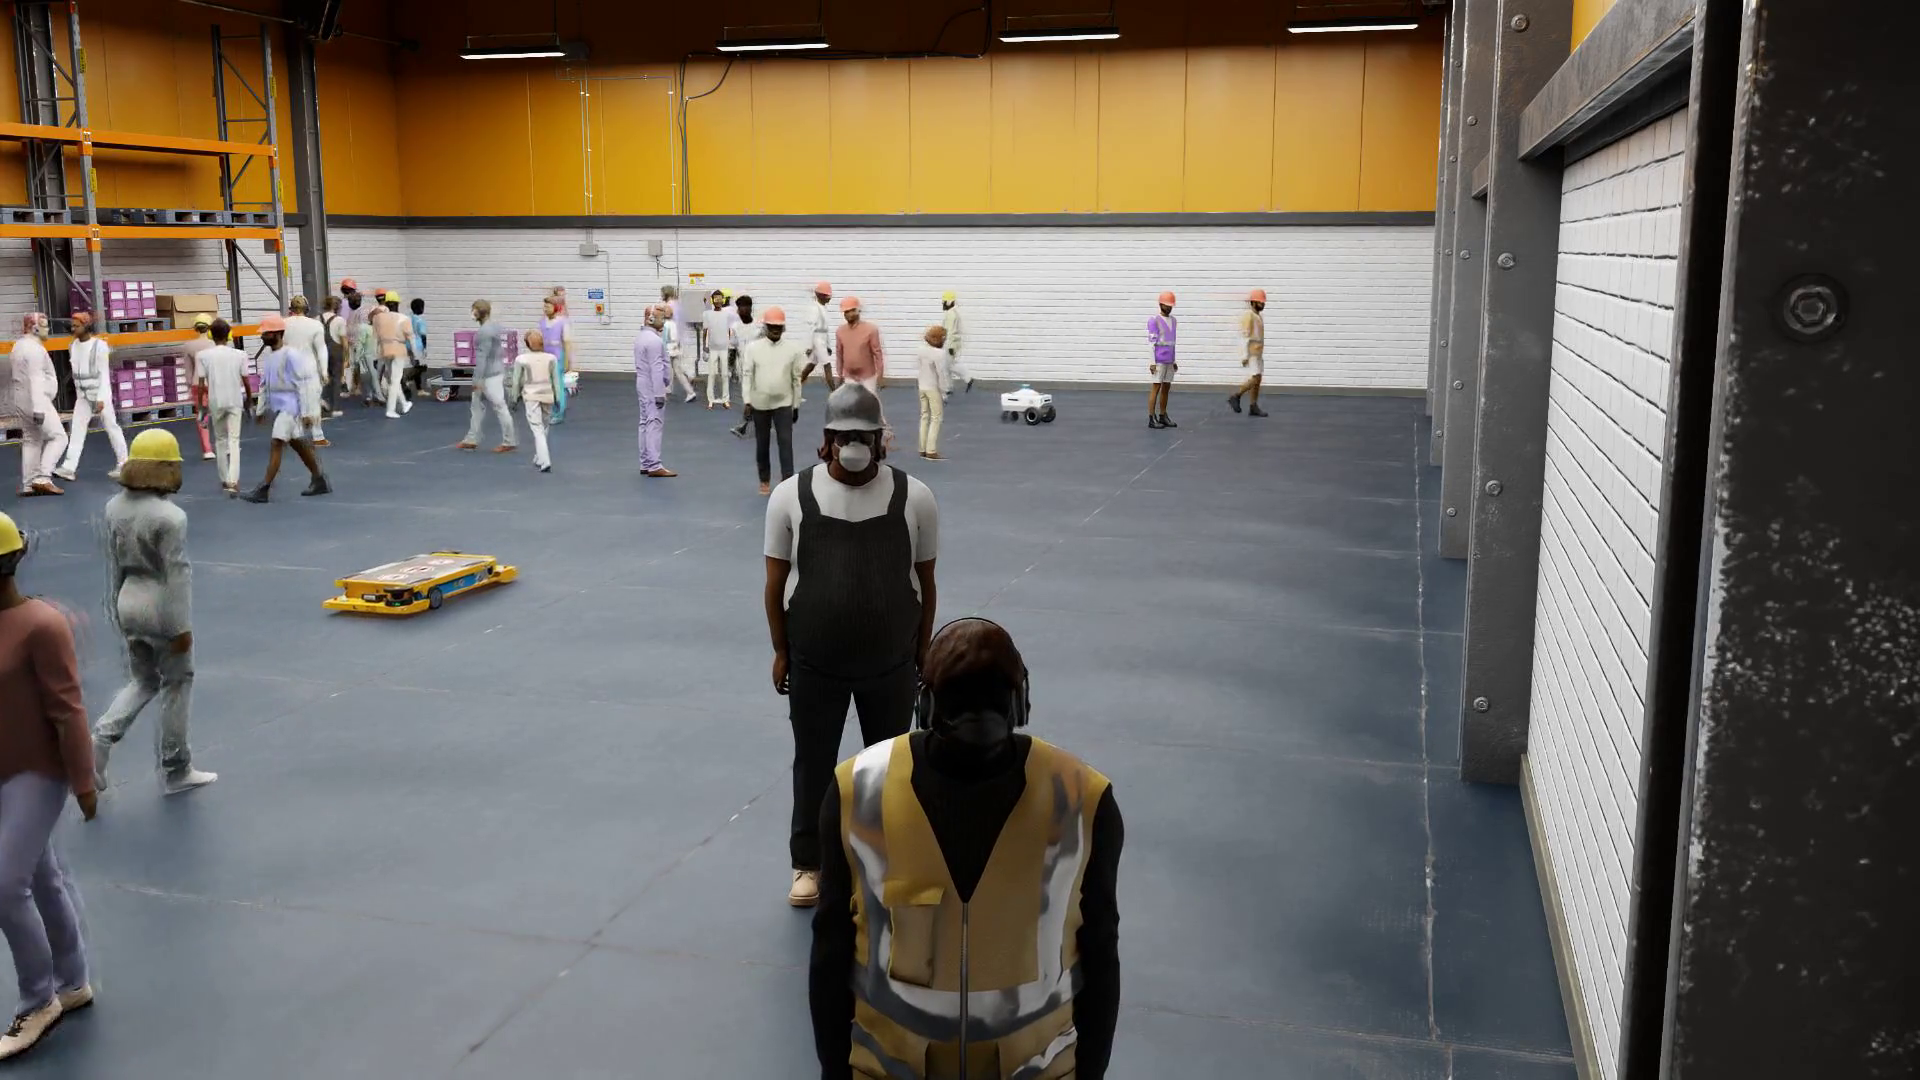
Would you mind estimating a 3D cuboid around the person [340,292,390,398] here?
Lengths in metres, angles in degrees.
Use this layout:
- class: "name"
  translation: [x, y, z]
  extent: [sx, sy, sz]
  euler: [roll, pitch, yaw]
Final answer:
- class: "person"
  translation: [-10.099, -3.289, 28.103]
  extent: [0.622, 1.804, 0.899]
  euler: [9, 14, 43]

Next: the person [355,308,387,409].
- class: "person"
  translation: [-9.254, -2.872, 26.290]
  extent: [0.858, 1.577, 0.548]
  euler: [7, 12, 36]

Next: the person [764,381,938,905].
- class: "person"
  translation: [-0.406, 0.409, 6.436]
  extent: [0.683, 2.000, 0.537]
  euler: [-1, 10, -8]

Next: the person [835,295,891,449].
- class: "person"
  translation: [-1.223, -2.045, 20.564]
  extent: [0.641, 1.967, 0.665]
  euler: [5, 11, 26]

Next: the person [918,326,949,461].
- class: "person"
  translation: [-0.322, -1.759, 19.959]
  extent: [0.339, 1.602, 0.601]
  euler: [-6, 12, -32]

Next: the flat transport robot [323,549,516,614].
- class: "flat transport robot"
  translation: [-3.903, 0.292, 12.102]
  extent: [0.652, 0.197, 1.431]
  euler: [3, 11, 17]

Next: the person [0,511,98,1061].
- class: "person"
  translation: [-3.044, 0.759, 5.260]
  extent: [0.556, 1.746, 0.580]
  euler: [5, 11, 26]

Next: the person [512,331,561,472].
- class: "person"
  translation: [-4.814, -1.588, 19.004]
  extent: [0.522, 1.599, 0.865]
  euler: [-7, 12, -33]

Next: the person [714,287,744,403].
- class: "person"
  translation: [-3.721, -3.145, 26.950]
  extent: [0.683, 1.907, 0.589]
  euler: [7, 12, 34]

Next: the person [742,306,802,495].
- class: "person"
  translation: [-1.901, -1.393, 16.891]
  extent: [0.615, 1.958, 0.885]
  euler: [-2, 10, -10]

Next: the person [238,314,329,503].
- class: "person"
  translation: [-6.832, -1.332, 16.752]
  extent: [0.567, 1.883, 1.012]
  euler: [8, 13, 39]

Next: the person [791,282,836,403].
- class: "person"
  translation: [-2.322, -3.197, 27.049]
  extent: [1.093, 1.987, 0.617]
  euler: [1, 10, 6]

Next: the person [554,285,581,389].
- class: "person"
  translation: [-7.168, -3.592, 29.571]
  extent: [0.654, 1.874, 0.708]
  euler: [2, 10, 10]

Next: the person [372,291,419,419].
- class: "person"
  translation: [-8.441, -2.774, 24.914]
  extent: [0.613, 1.872, 0.977]
  euler: [2, 10, 9]

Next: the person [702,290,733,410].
- class: "person"
  translation: [-3.789, -2.977, 26.078]
  extent: [0.512, 1.877, 0.328]
  euler: [-3, 10, -16]

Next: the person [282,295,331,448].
- class: "person"
  translation: [-8.323, -2.129, 21.091]
  extent: [0.637, 1.938, 0.357]
  euler: [0, 10, 1]

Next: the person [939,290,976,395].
- class: "person"
  translation: [-0.081, -3.357, 28.397]
  extent: [0.637, 1.819, 0.602]
  euler: [1, 10, 4]

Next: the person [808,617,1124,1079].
- class: "person"
  translation: [0.011, 1.059, 3.311]
  extent: [0.627, 1.847, 0.429]
  euler: [0, 10, 1]

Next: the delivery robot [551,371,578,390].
- class: "delivery robot"
  translation: [-6.853, -2.743, 28.224]
  extent: [0.707, 0.478, 0.477]
  euler: [0, 10, 1]

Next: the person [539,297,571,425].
- class: "person"
  translation: [-5.817, -2.565, 23.847]
  extent: [0.588, 1.834, 0.435]
  euler: [7, 12, 34]

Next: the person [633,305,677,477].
- class: "person"
  translation: [-3.393, -1.653, 18.507]
  extent: [0.399, 1.903, 0.642]
  euler: [-5, 11, -25]

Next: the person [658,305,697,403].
- class: "person"
  translation: [-4.711, -3.029, 27.148]
  extent: [0.851, 1.599, 0.523]
  euler: [3, 11, 19]

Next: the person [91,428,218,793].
- class: "person"
  translation: [-3.752, 0.357, 7.616]
  extent: [0.511, 1.719, 0.556]
  euler: [4, 11, 24]

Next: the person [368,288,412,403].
- class: "person"
  translation: [-9.445, -3.212, 27.420]
  extent: [0.570, 1.869, 0.885]
  euler: [3, 10, 17]

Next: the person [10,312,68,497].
- class: "person"
  translation: [-9.381, -1.371, 16.947]
  extent: [0.686, 1.884, 0.491]
  euler: [10, 14, 44]

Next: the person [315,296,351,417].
- class: "person"
  translation: [-9.446, -2.762, 25.039]
  extent: [0.564, 1.810, 0.416]
  euler: [2, 10, 12]

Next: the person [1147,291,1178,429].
- class: "person"
  translation: [2.882, -2.529, 23.390]
  extent: [0.552, 1.926, 0.372]
  euler: [-10, 14, -43]

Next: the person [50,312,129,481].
- class: "person"
  translation: [-9.533, -1.564, 18.180]
  extent: [0.595, 1.830, 0.981]
  euler: [4, 11, 21]

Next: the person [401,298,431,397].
- class: "person"
  translation: [-9.209, -3.228, 28.011]
  extent: [0.549, 1.682, 0.540]
  euler: [8, 13, 40]

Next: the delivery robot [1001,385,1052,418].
- class: "delivery robot"
  translation: [0.955, -2.002, 24.028]
  extent: [0.707, 0.478, 0.477]
  euler: [6, 12, 31]

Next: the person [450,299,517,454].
- class: "person"
  translation: [-5.899, -1.989, 20.386]
  extent: [0.908, 1.900, 0.651]
  euler: [-2, 10, -13]

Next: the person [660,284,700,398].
- class: "person"
  translation: [-4.806, -3.351, 28.088]
  extent: [0.635, 1.924, 0.634]
  euler: [2, 10, 10]

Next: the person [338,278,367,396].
- class: "person"
  translation: [-10.353, -3.429, 28.202]
  extent: [0.636, 2.025, 0.623]
  euler: [-1, 10, -8]

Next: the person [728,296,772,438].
- class: "person"
  translation: [-2.818, -2.332, 22.352]
  extent: [0.619, 1.896, 1.057]
  euler: [5, 11, 27]

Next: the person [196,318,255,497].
- class: "person"
  translation: [-7.556, -1.362, 17.104]
  extent: [0.536, 1.827, 0.982]
  euler: [-3, 11, -18]

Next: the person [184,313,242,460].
- class: "person"
  translation: [-9.015, -1.854, 20.048]
  extent: [0.553, 1.743, 0.669]
  euler: [0, 10, -1]

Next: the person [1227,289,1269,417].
- class: "person"
  translation: [4.376, -2.799, 24.948]
  extent: [0.492, 1.925, 0.545]
  euler: [5, 11, 28]
